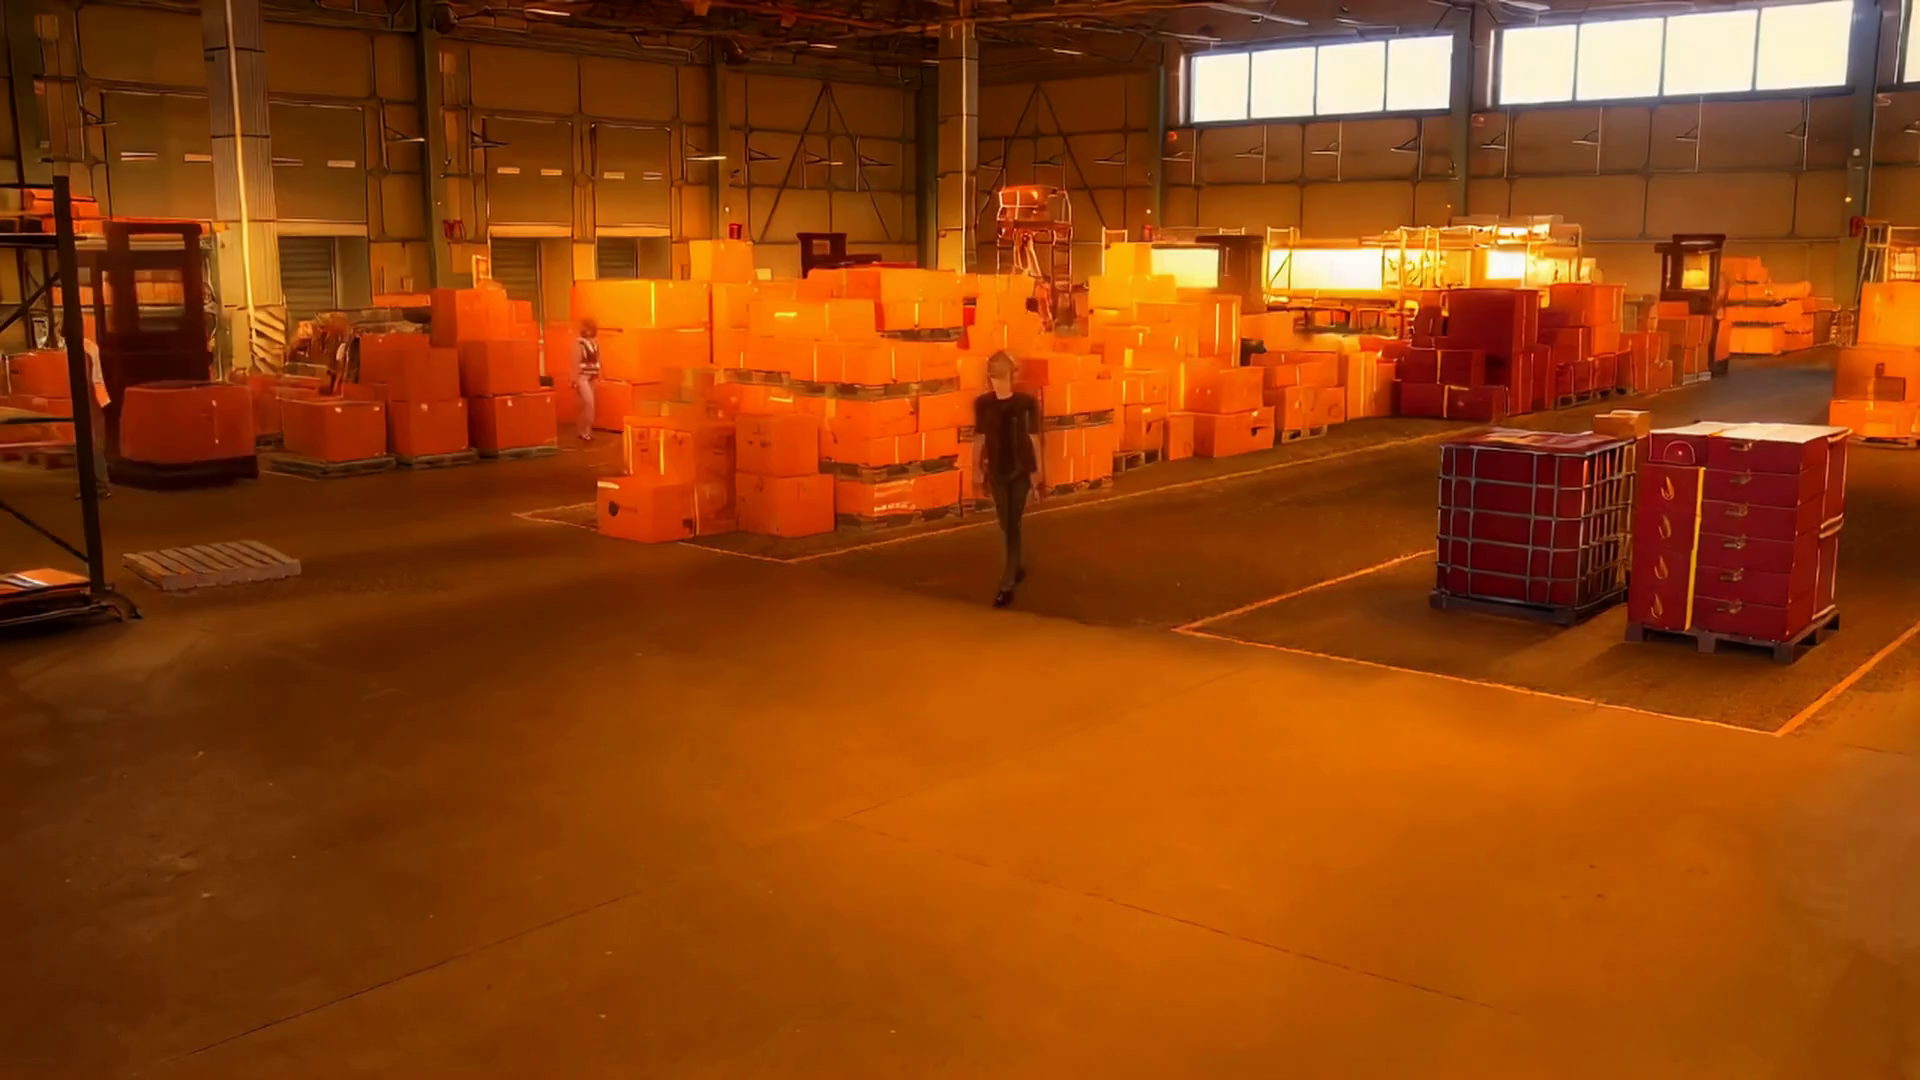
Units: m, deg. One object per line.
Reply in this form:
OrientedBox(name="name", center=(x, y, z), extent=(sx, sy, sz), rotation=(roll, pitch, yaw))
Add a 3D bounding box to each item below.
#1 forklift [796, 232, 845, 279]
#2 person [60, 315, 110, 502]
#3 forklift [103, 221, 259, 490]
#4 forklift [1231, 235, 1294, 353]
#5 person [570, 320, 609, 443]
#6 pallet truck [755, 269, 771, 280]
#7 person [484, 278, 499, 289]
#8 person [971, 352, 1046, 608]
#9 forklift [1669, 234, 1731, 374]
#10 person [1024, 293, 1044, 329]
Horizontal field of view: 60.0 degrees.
OrientedBox(name="forklift", center=(-2.550, -4.254, 30.610), extent=(1.873, 2.768, 1.129), rotation=(8, 13, 40))
OrientedBox(name="person", center=(-8.843, -1.351, 16.861), extent=(0.406, 1.910, 0.591), rotation=(-6, 12, -30))
OrientedBox(name="forklift", center=(-8.608, -2.038, 17.995), extent=(1.873, 2.768, 1.129), rotation=(8, 13, 40))
OrientedBox(name="forklift", center=(6.310, -5.290, 36.513), extent=(1.873, 2.768, 1.129), rotation=(8, 13, 40))
OrientedBox(name="person", center=(-4.841, -2.070, 21.782), extent=(0.584, 1.610, 0.529), rotation=(3, 10, 16))
OrientedBox(name="pallet truck", center=(-4.996, -6.432, 45.525), extent=(1.885, 1.965, 0.823), rotation=(-6, 12, -32))
OrientedBox(name="person", center=(-9.534, -4.357, 33.867), extent=(0.347, 1.943, 0.545), rotation=(3, 11, 19))
OrientedBox(name="person", center=(0.357, -0.470, 12.115), extent=(0.538, 1.825, 0.912), rotation=(3, 11, 19))
OrientedBox(name="forklift", center=(14.664, -4.718, 33.254), extent=(1.129, 2.768, 1.873), rotation=(8, 13, 40))
OrientedBox(name="person", center=(1.026, -2.680, 24.495), extent=(1.005, 1.891, 0.644), rotation=(-8, 13, -39))
